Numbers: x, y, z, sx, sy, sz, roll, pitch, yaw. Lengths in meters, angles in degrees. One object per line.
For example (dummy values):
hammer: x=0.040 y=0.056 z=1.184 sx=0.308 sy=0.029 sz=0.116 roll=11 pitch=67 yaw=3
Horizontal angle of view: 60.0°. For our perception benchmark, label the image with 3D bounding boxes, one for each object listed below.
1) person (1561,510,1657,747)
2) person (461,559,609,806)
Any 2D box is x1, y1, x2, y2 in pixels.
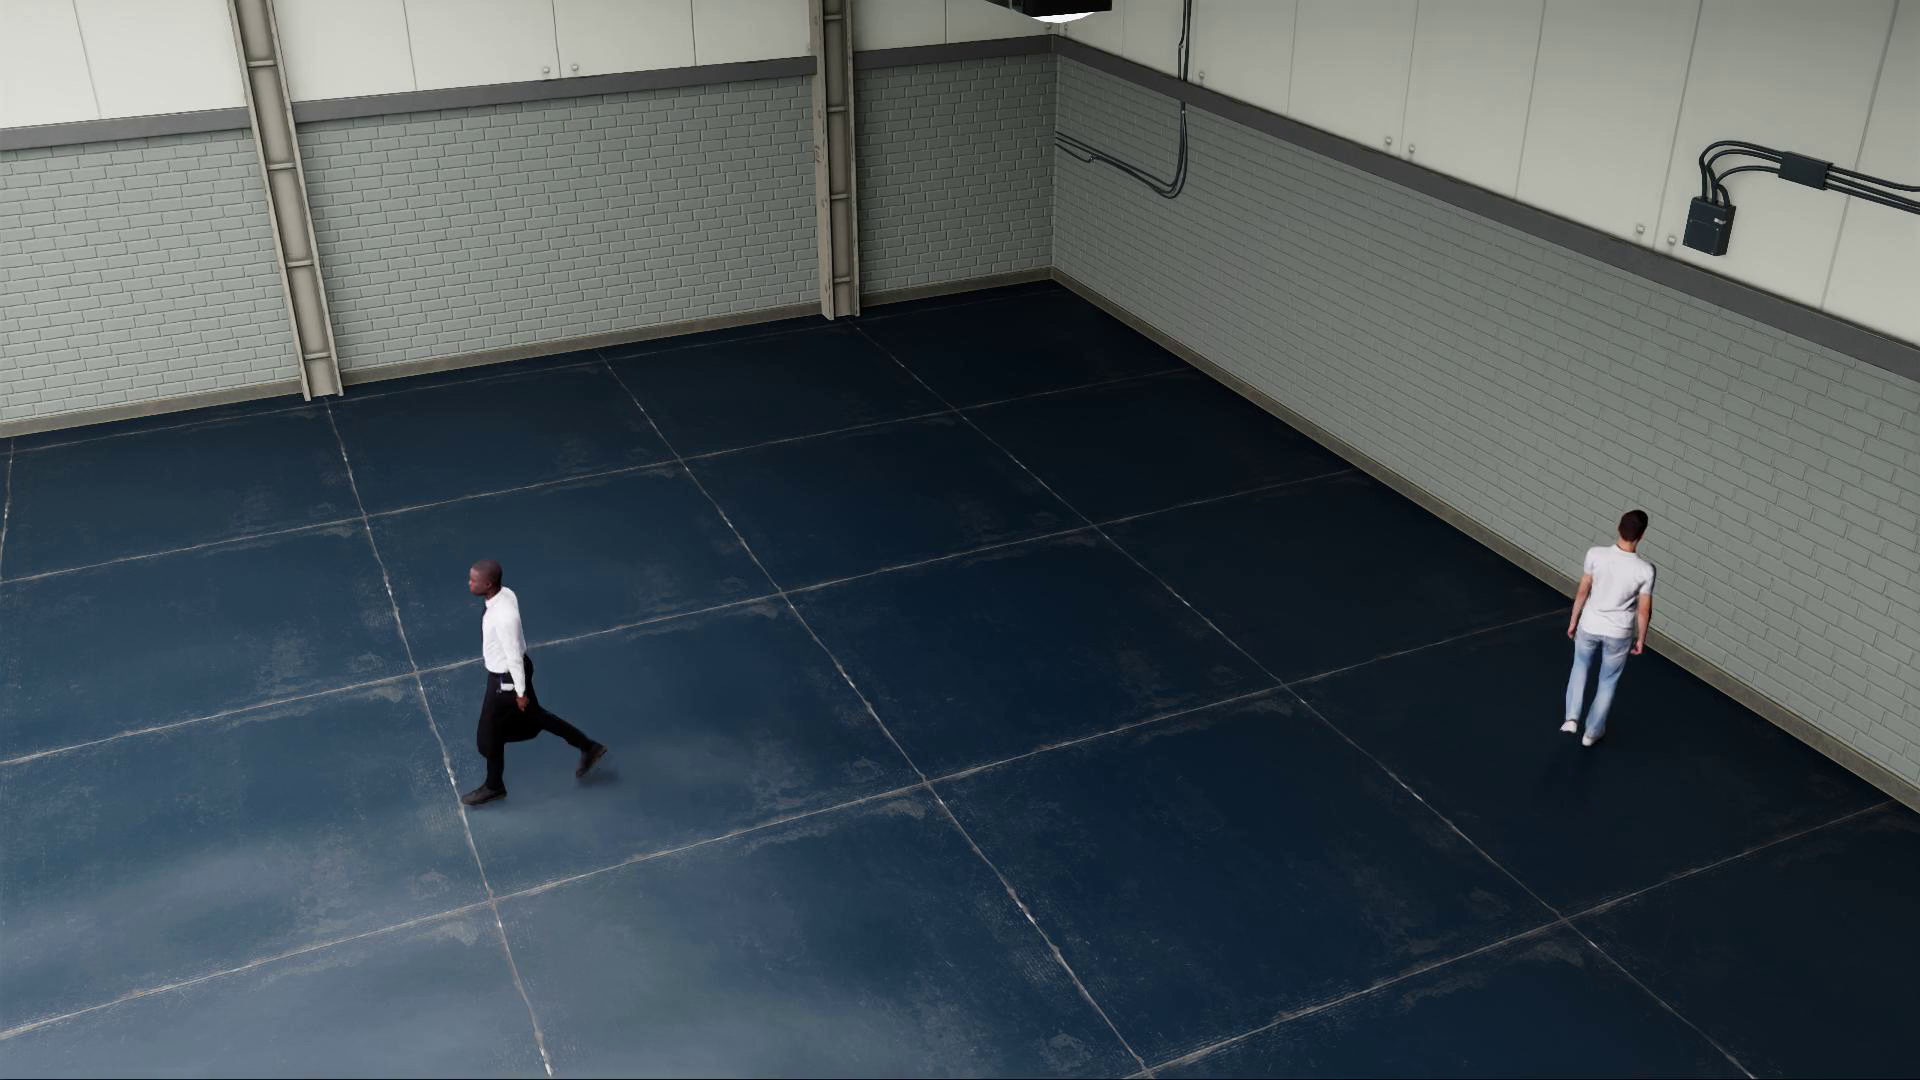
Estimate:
person: x=4.478 y=0.669 z=11.593 sx=0.838 sy=1.837 sz=0.892 roll=17 pitch=32 yaw=30
person: x=-2.891 y=0.939 z=11.118 sx=1.276 sy=1.792 sz=0.804 roll=-7 pitch=28 yaw=-13
